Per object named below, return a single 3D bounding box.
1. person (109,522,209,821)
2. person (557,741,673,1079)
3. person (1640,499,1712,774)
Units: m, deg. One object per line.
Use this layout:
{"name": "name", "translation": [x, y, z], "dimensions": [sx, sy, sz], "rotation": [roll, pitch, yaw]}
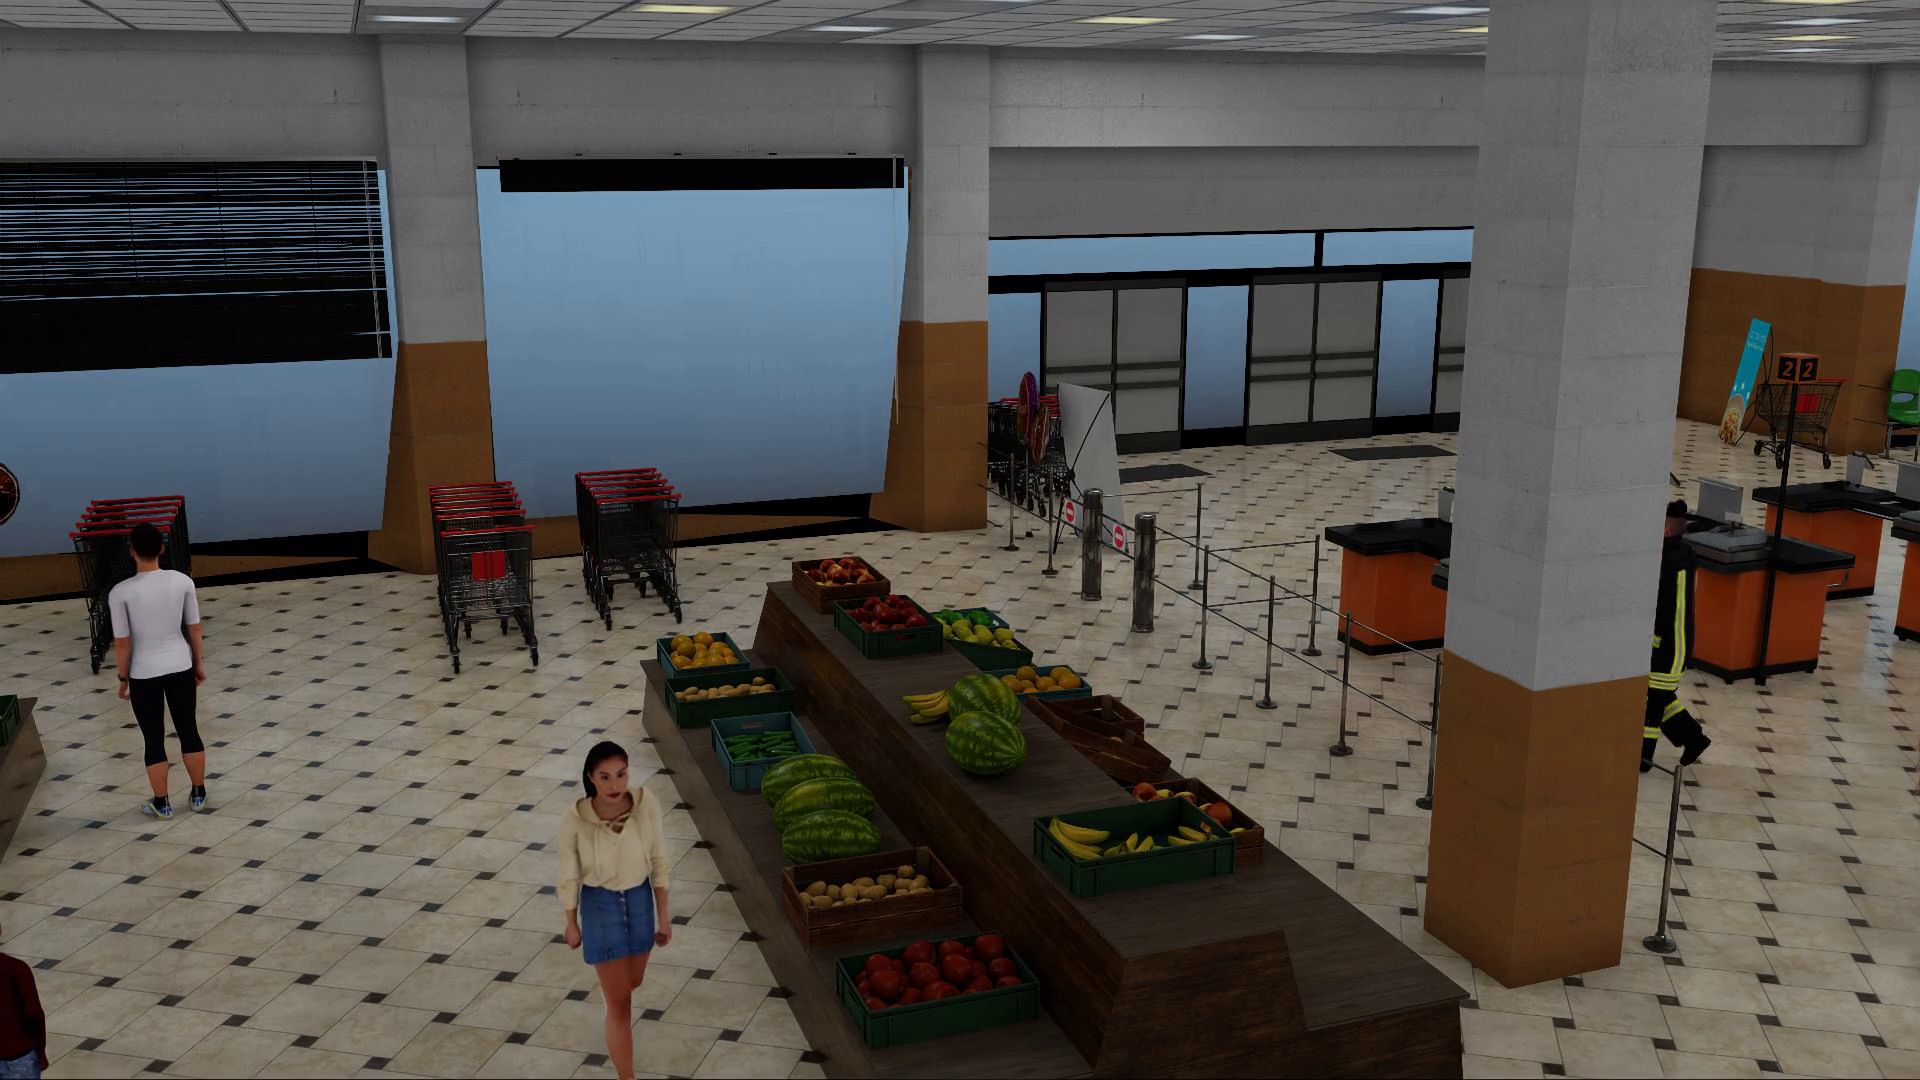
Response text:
{"name": "person", "translation": [-4.888, 0.796, 10.183], "dimensions": [0.742, 1.852, 0.710], "rotation": [-12, 18, -41]}
{"name": "person", "translation": [-1.513, 1.624, 7.297], "dimensions": [0.719, 1.604, 1.090], "rotation": [-7, 15, -27]}
{"name": "person", "translation": [4.608, 0.653, 10.783], "dimensions": [1.040, 1.848, 0.968], "rotation": [11, 17, 38]}
